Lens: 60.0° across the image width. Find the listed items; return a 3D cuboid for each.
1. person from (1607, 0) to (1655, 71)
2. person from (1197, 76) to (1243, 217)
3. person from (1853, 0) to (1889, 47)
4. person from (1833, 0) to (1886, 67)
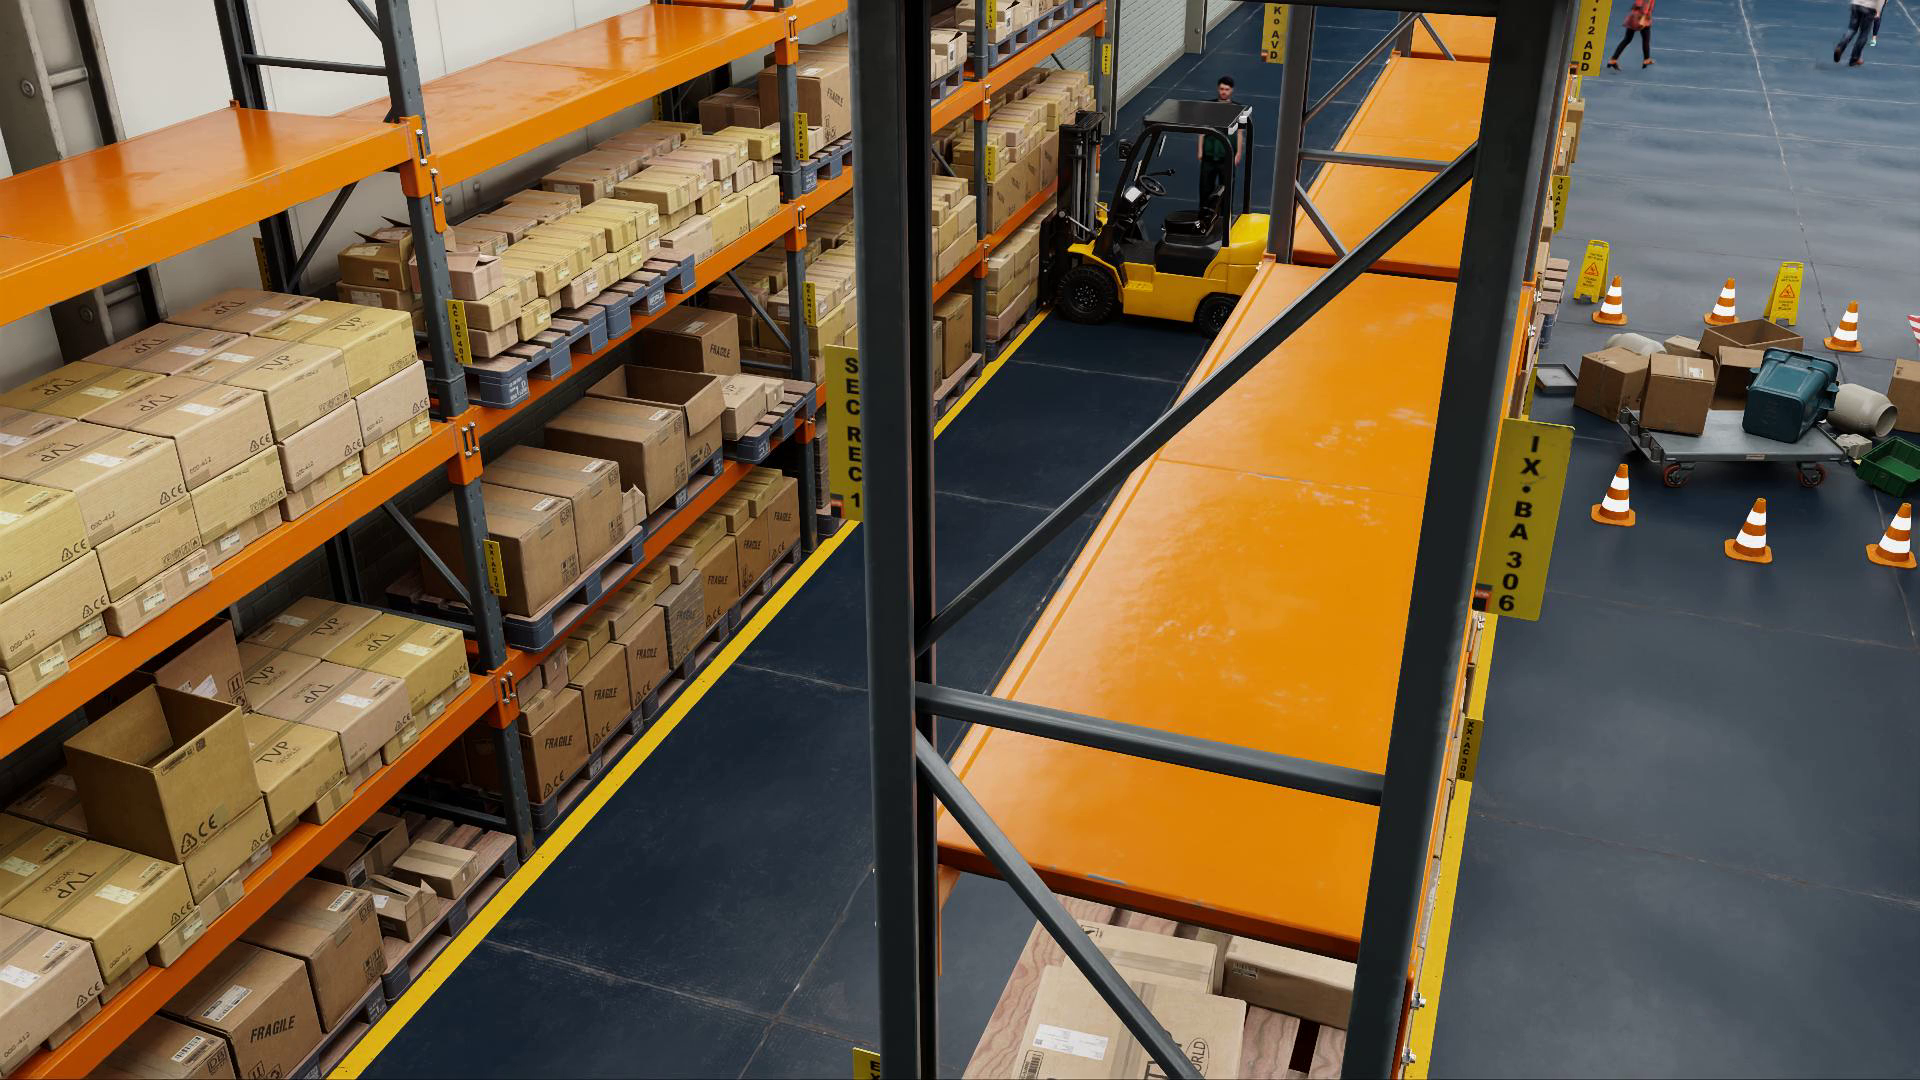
[{"bbox_3d":[11.172,-8.577,27.535,1.066,1.634,1.140,-2,28,-3],"label":"person"},{"bbox_3d":[3.074,-4.538,19.669,0.652,1.899,0.551,10,30,18],"label":"person"},{"bbox_3d":[16.246,-9.654,29.480,0.606,1.706,0.536,8,29,15],"label":"person"},{"bbox_3d":[15.082,-8.885,27.835,1.085,1.895,1.021,-13,31,-24],"label":"person"}]
